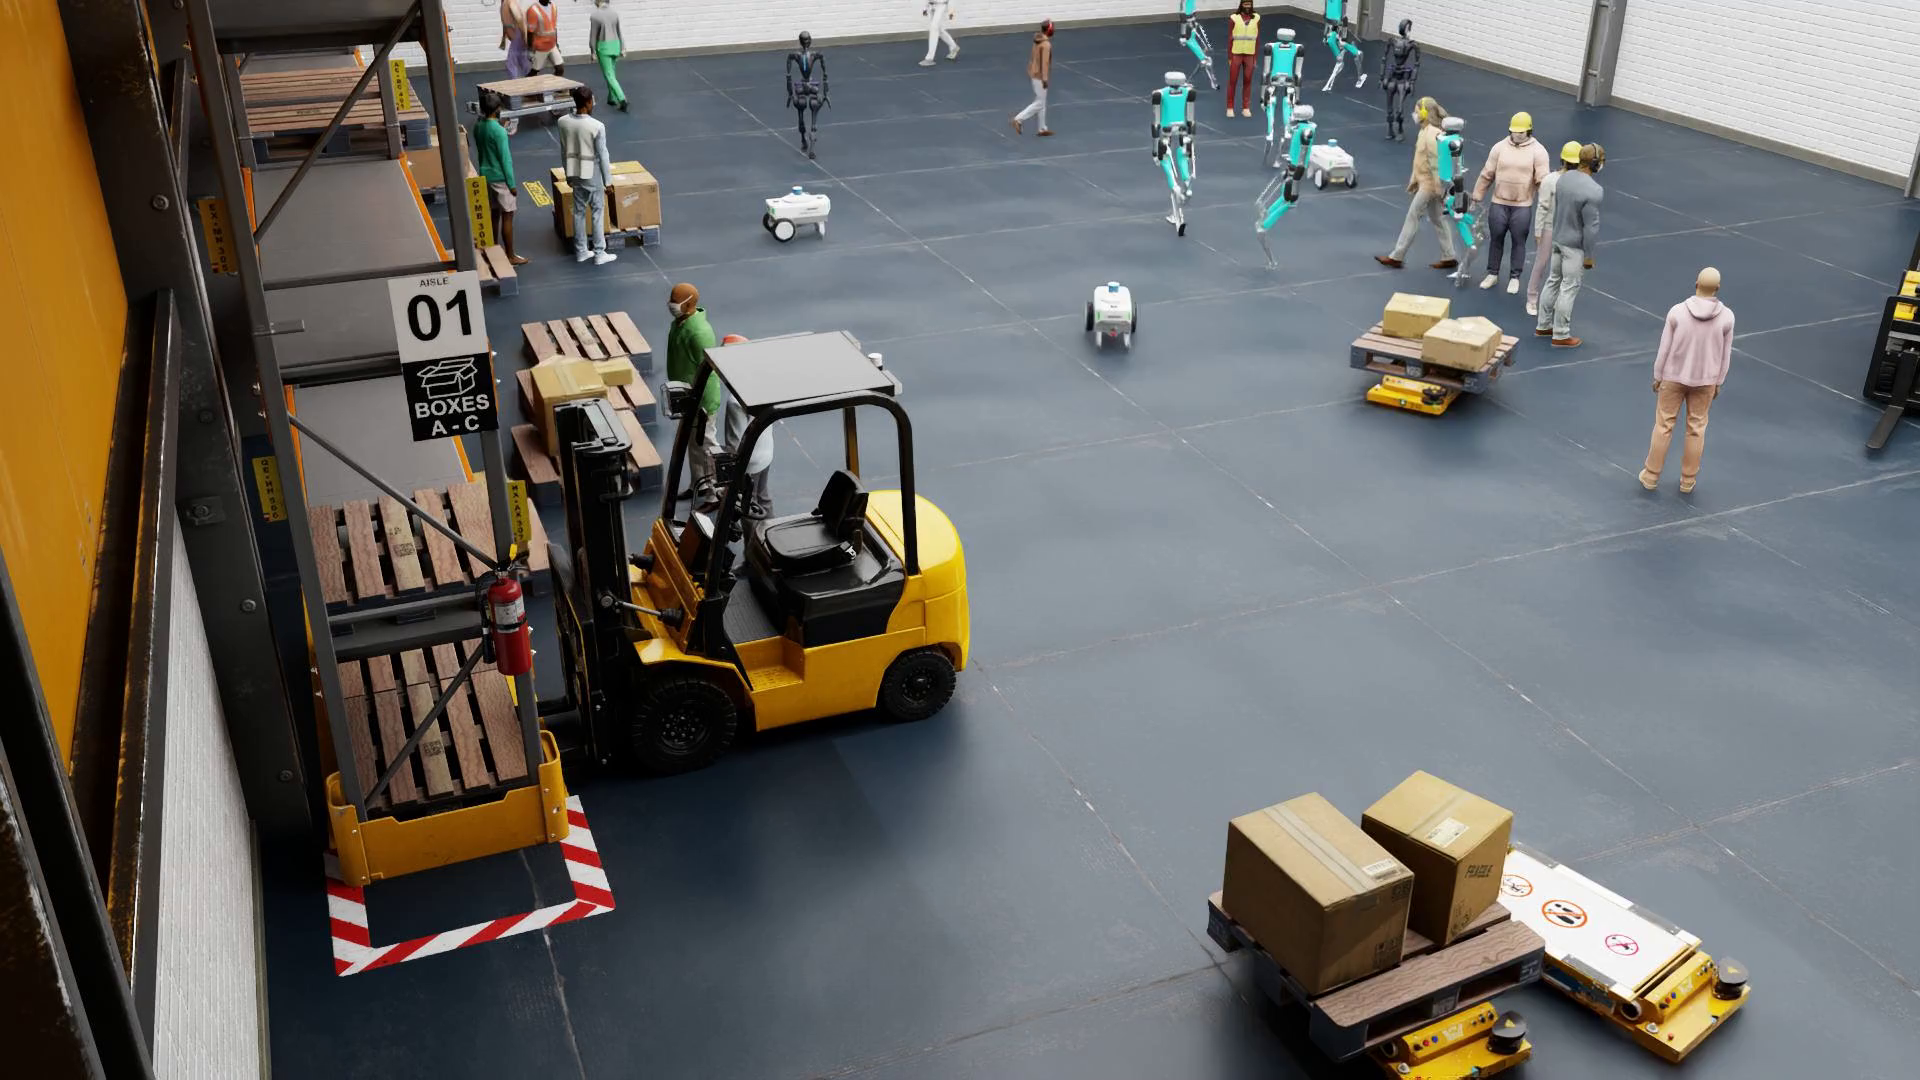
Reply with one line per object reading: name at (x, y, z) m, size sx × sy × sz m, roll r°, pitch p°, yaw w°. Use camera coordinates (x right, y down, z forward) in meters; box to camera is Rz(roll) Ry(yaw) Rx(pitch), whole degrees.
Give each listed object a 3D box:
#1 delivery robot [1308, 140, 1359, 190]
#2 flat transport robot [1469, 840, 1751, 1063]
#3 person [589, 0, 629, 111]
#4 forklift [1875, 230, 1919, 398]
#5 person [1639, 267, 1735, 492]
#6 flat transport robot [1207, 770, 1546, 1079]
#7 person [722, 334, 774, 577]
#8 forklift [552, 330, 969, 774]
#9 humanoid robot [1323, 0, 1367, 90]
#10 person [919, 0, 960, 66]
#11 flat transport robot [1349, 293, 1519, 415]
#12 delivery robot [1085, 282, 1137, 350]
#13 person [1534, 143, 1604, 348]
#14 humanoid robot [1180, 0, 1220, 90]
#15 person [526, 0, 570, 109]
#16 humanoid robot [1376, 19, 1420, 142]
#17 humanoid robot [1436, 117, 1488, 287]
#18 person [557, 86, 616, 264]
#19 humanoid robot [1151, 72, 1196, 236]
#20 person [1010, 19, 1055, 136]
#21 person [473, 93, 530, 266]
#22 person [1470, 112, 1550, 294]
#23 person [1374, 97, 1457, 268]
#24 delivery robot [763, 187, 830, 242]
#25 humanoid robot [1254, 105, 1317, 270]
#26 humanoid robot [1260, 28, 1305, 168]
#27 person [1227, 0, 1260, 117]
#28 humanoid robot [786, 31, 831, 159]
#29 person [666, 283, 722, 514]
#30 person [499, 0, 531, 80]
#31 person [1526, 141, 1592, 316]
delivery robot at (4.726, -4.798, 21.203) m, size 0.499 × 0.586 × 0.782 m, roll -5°, pitch 27°, yaw -10°
flat transport robot at (3.010, 1.948, 8.112) m, size 0.659 × 0.231 × 1.431 m, roll -21°, pitch 33°, yaw -35°
person at (-5.246, -7.359, 24.938) m, size 0.842 × 1.830 × 0.516 m, roll 22°, pitch 34°, yaw 37°
forklift at (9.029, -2.397, 14.618) m, size 1.214 × 2.155 × 2.313 m, roll 18°, pitch 32°, yaw 32°
person at (5.563, -1.206, 12.699) m, size 0.523 × 1.783 × 0.401 m, roll 7°, pitch 27°, yaw 13°
flat transport robot at (1.949, 2.054, 7.901) m, size 0.659 × 0.231 × 1.431 m, roll -13°, pitch 29°, yaw -24°
person at (-1.479, -0.585, 11.516) m, size 0.351 × 1.738 × 0.572 m, roll 7°, pitch 28°, yaw 14°
forklift at (-1.094, 0.010, 9.831) m, size 2.313 × 2.155 × 1.214 m, roll -10°, pitch 28°, yaw -20°
humanoid robot at (6.169, -7.999, 26.303) m, size 0.965 × 1.773 × 0.530 m, roll -13°, pitch 29°, yaw -24°
person at (-0.339, -9.036, 28.205) m, size 0.920 × 1.849 × 0.577 m, roll -21°, pitch 34°, yaw -36°
flat transport robot at (4.233, -1.486, 14.943) m, size 0.659 × 0.231 × 1.431 m, roll 17°, pitch 31°, yaw 30°
delivery robot at (1.468, -2.180, 16.026) m, size 0.499 × 0.613 × 0.817 m, roll 1°, pitch 27°, yaw 2°
person at (5.759, -2.768, 15.648) m, size 0.362 × 1.932 × 0.628 m, roll -6°, pitch 27°, yaw -12°
humanoid robot at (3.815, -7.932, 26.233) m, size 0.818 × 1.876 × 0.554 m, roll 11°, pitch 29°, yaw 22°
person at (-6.293, -7.421, 24.940) m, size 0.860 × 1.914 × 0.644 m, roll 13°, pitch 30°, yaw 25°
humanoid robot at (6.103, -6.405, 23.159) m, size 0.590 × 1.644 × 0.368 m, roll 19°, pitch 32°, yaw 33°
humanoid robot at (5.273, -3.490, 17.347) m, size 0.743 × 1.829 × 0.541 m, roll -2°, pitch 27°, yaw -3°
person at (-4.032, -3.928, 17.982) m, size 0.595 × 1.908 × 0.408 m, roll 11°, pitch 29°, yaw 21°
humanoid robot at (2.542, -4.400, 19.173) m, size 0.545 × 1.830 × 0.877 m, roll -6°, pitch 27°, yaw -12°
person at (1.035, -6.455, 23.308) m, size 0.629 × 1.622 × 0.473 m, roll -8°, pitch 28°, yaw -15°
person at (-5.010, -3.878, 17.953) m, size 0.502 × 1.843 × 0.393 m, roll 22°, pitch 34°, yaw 37°
person at (5.706, -3.496, 17.179) m, size 0.810 × 1.856 × 0.436 m, roll 15°, pitch 30°, yaw 27°
person at (4.980, -3.803, 17.814) m, size 0.971 × 1.820 × 0.577 m, roll 6°, pitch 27°, yaw 11°
delivery robot at (-1.895, -3.748, 19.145) m, size 0.785 × 0.614 × 0.508 m, roll -9°, pitch 28°, yaw -17°
humanoid robot at (3.403, -3.730, 17.822) m, size 0.669 × 1.834 × 0.544 m, roll 2°, pitch 27°, yaw 4°
humanoid robot at (4.184, -5.685, 21.721) m, size 0.535 × 1.839 × 0.744 m, roll 3°, pitch 27°, yaw 7°
person at (4.167, -7.145, 24.538) m, size 0.460 × 1.766 × 0.377 m, roll -1°, pitch 27°, yaw -3°
humanoid robot at (-2.045, -6.039, 22.472) m, size 0.608 × 1.621 × 0.771 m, roll 1°, pitch 27°, yaw 1°
person at (-1.982, -1.060, 12.411) m, size 0.387 × 1.784 × 0.537 m, roll -15°, pitch 30°, yaw -27°
person at (-6.840, -7.642, 25.492) m, size 0.749 × 1.786 × 0.591 m, roll -11°, pitch 29°, yaw -20°
person at (5.934, -3.070, 16.441) m, size 0.529 × 1.759 × 0.354 m, roll -3°, pitch 27°, yaw -6°
